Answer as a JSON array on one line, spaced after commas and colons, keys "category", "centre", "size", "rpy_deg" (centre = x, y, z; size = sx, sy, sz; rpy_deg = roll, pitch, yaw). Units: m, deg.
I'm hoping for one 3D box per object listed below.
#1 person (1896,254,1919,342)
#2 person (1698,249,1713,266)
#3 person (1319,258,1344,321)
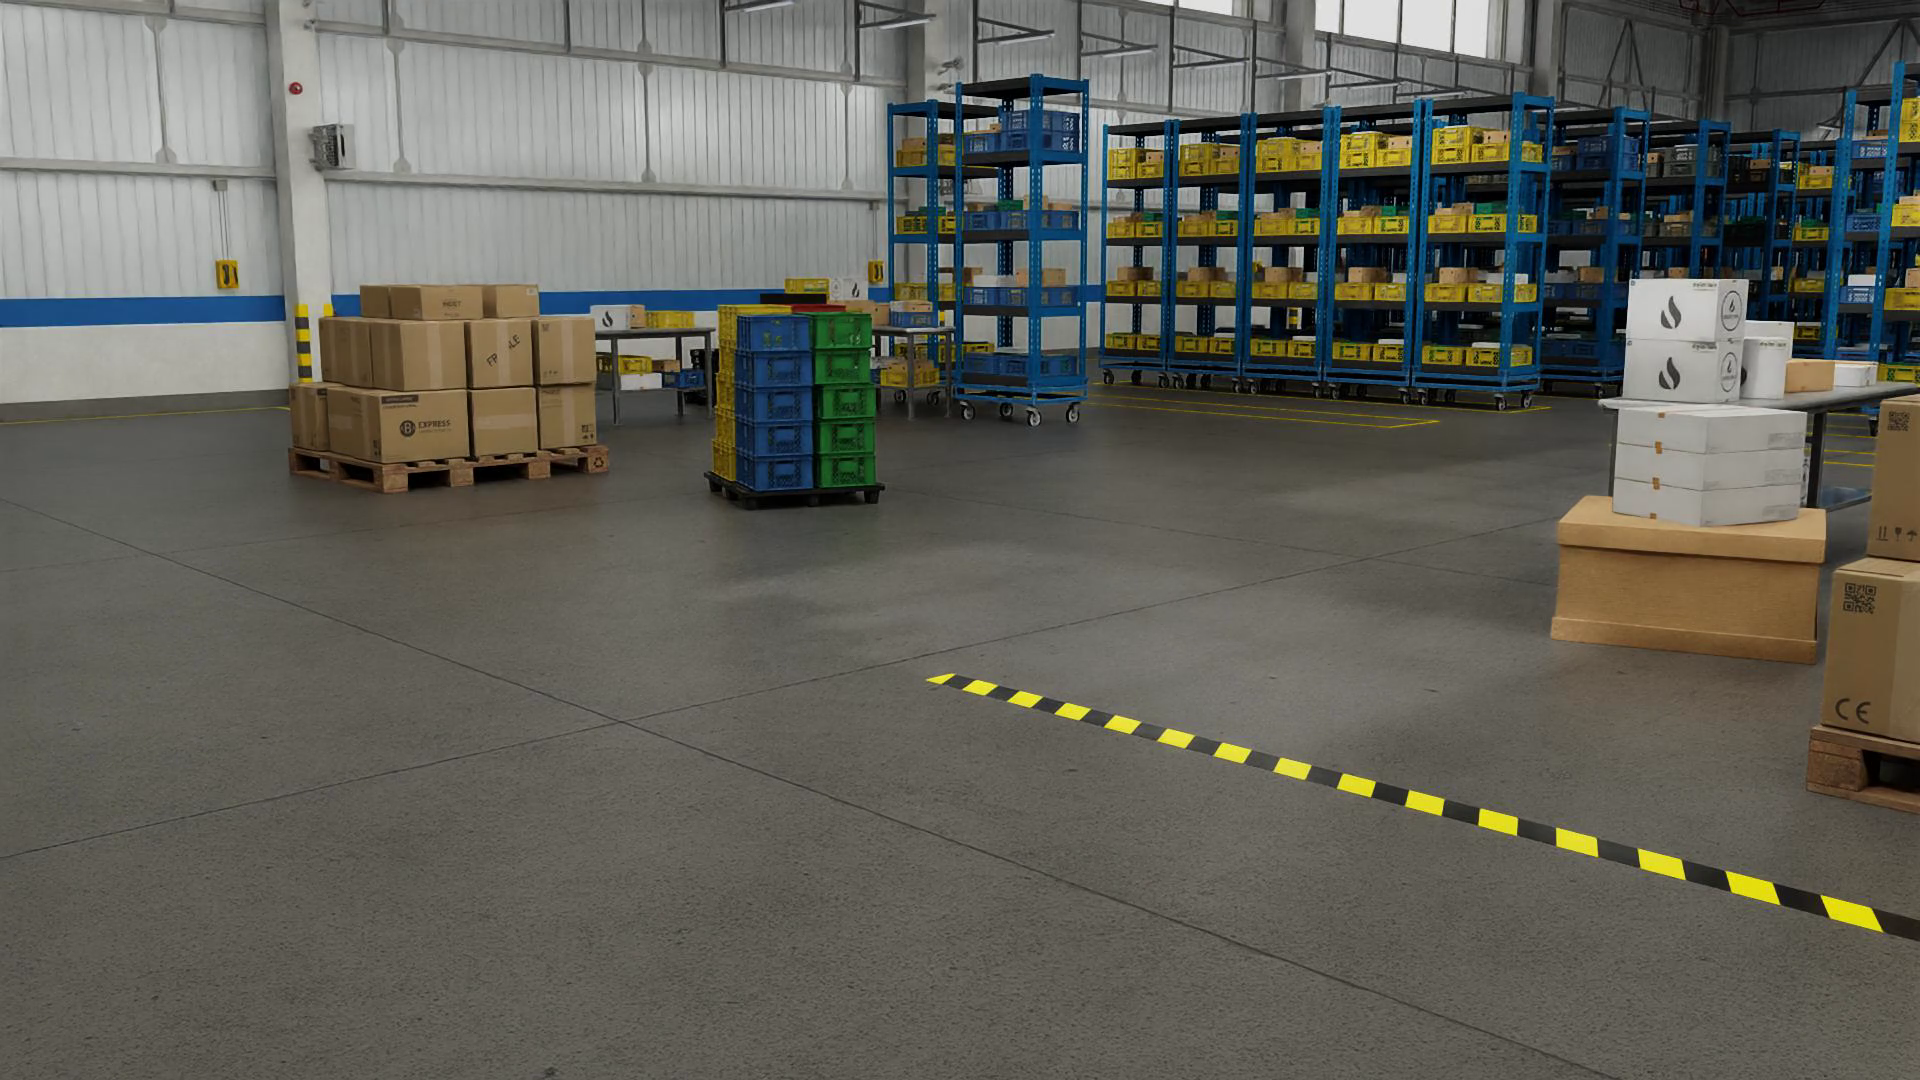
[{"category": "person", "centre": [13.697, -3.208, 24.048], "size": [0.404, 1.831, 0.600], "rpy_deg": [5, 11, 27]}, {"category": "person", "centre": [12.804, -4.048, 28.689], "size": [0.599, 1.977, 0.434], "rpy_deg": [7, 12, 35]}, {"category": "person", "centre": [6.723, -4.171, 29.870], "size": [0.591, 1.817, 0.721], "rpy_deg": [6, 11, 33]}]
